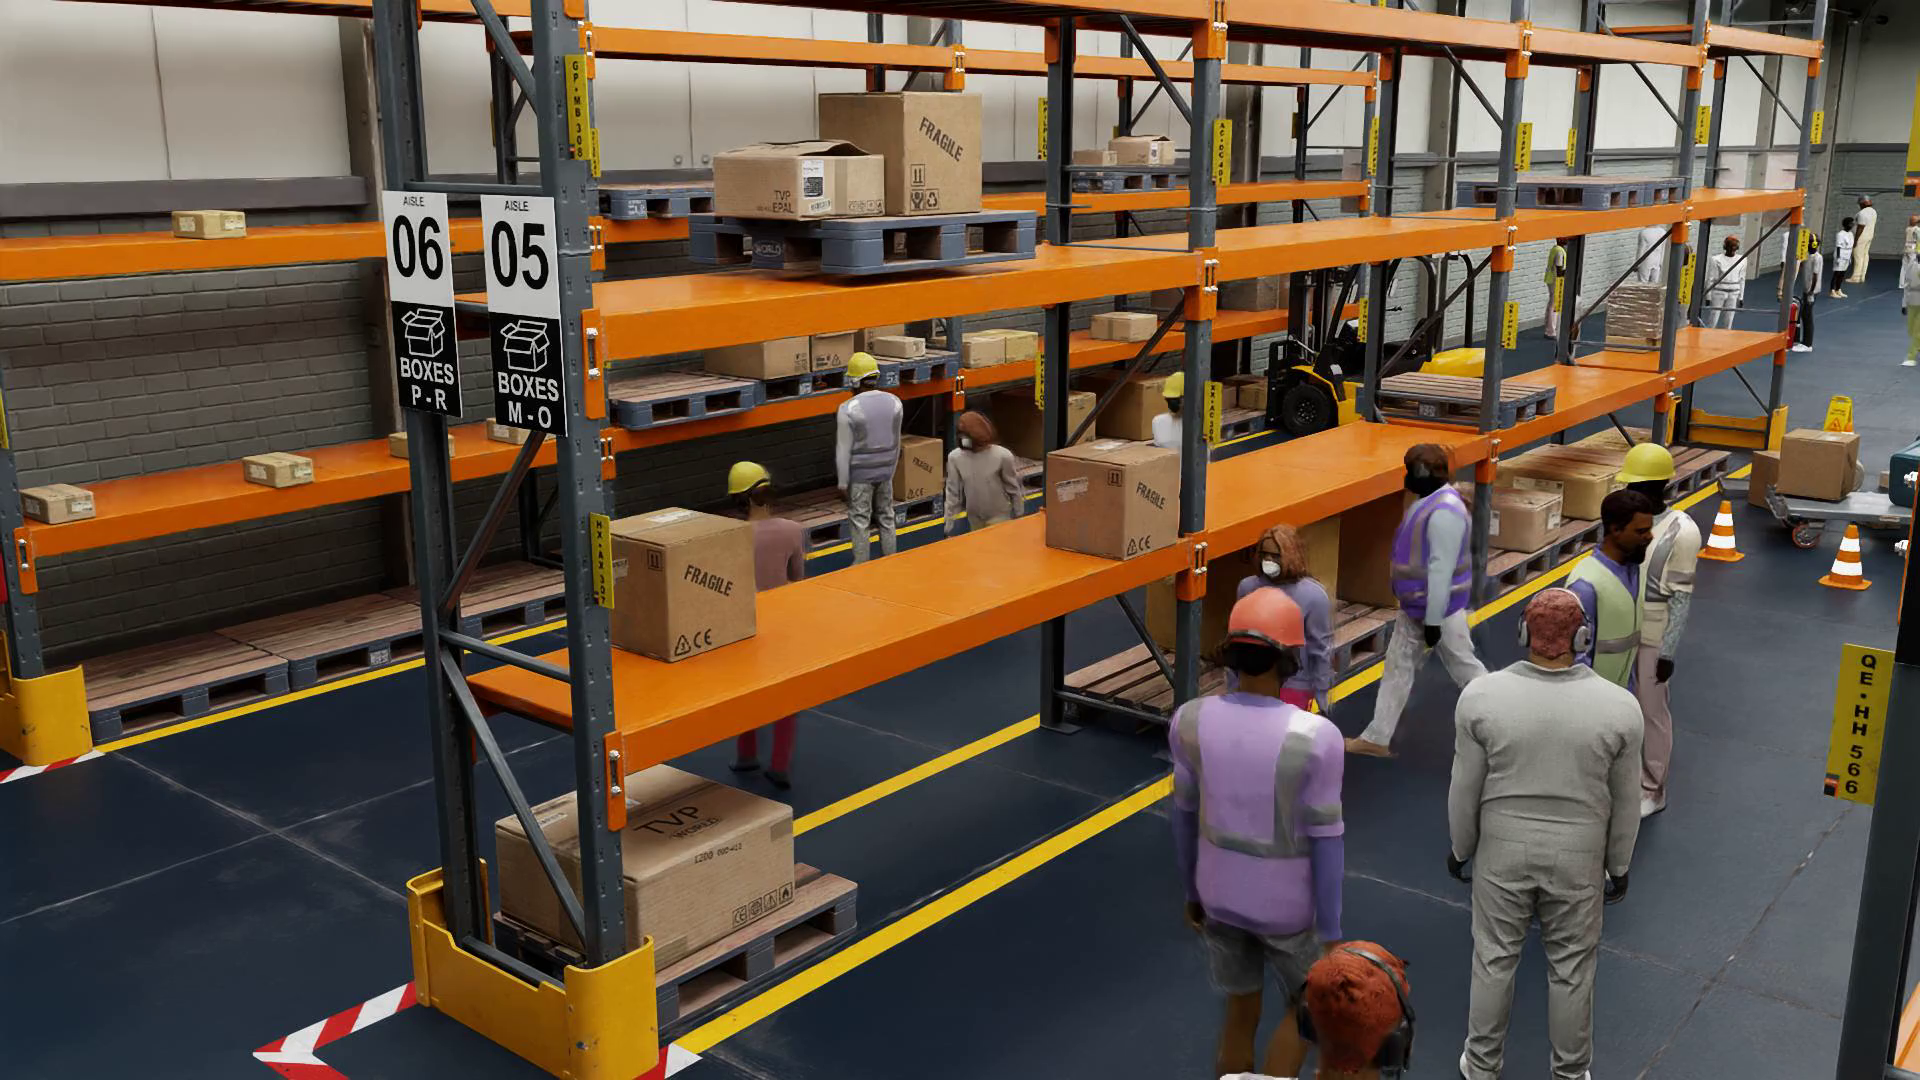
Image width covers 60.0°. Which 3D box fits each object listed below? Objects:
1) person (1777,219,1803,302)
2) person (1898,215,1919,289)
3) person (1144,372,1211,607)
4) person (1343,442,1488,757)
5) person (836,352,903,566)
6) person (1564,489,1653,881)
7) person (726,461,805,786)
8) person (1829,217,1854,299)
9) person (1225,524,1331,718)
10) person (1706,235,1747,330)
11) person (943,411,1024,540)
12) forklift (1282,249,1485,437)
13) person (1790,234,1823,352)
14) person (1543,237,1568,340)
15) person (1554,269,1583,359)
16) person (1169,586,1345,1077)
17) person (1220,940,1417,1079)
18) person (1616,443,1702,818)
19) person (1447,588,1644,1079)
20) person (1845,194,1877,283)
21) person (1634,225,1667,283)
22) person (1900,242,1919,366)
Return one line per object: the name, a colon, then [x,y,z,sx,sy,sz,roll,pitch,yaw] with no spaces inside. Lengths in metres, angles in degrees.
person: [17.010,-5.723,33.967,0.575,1.747,0.336,-5,15,-19]
person: [21.019,-6.348,36.732,0.306,1.645,0.522,-2,14,-6]
person: [1.674,-0.402,12.356,0.522,1.738,0.813,11,17,37]
person: [2.663,0.358,9.185,0.980,1.780,0.681,0,14,1]
person: [-0.703,-0.508,12.570,0.593,1.830,0.403,-11,18,-38]
person: [2.867,0.694,7.530,0.393,1.909,0.584,12,18,41]
person: [-1.076,0.441,8.879,0.565,1.727,0.588,-10,17,-34]
person: [18.513,-5.914,34.883,0.539,1.683,0.317,-10,17,-36]
person: [1.510,0.720,7.992,0.532,1.618,0.353,13,19,42]
person: [11.797,-3.748,25.653,0.583,1.882,0.337,0,14,2]
person: [0.151,-0.117,11.501,0.511,1.564,0.863,8,16,29]
forklift: [4.886,-2.214,18.767,2.313,2.155,1.214,11,18,38]
person: [13.469,-3.920,26.405,0.344,1.860,0.514,4,14,16]
person: [9.999,-4.279,27.894,0.389,1.846,0.565,2,14,9]
person: [7.142,-2.269,19.660,0.328,1.872,0.514,1,14,4]
person: [0.977,1.157,5.413,0.654,2.013,0.516,10,17,35]
person: [0.818,1.690,3.550,0.603,1.859,0.782,8,16,29]
person: [3.461,0.454,8.466,0.381,1.925,0.597,-5,15,-19]
person: [2.053,1.096,5.900,0.638,1.902,0.406,4,14,18]
person: [20.864,-7.003,38.584,0.676,2.000,0.536,-11,18,-38]
person: [13.282,-5.349,32.123,0.636,1.911,0.405,-5,15,-20]
person: [14.401,-3.549,24.823,0.737,1.904,0.583,-7,15,-26]
